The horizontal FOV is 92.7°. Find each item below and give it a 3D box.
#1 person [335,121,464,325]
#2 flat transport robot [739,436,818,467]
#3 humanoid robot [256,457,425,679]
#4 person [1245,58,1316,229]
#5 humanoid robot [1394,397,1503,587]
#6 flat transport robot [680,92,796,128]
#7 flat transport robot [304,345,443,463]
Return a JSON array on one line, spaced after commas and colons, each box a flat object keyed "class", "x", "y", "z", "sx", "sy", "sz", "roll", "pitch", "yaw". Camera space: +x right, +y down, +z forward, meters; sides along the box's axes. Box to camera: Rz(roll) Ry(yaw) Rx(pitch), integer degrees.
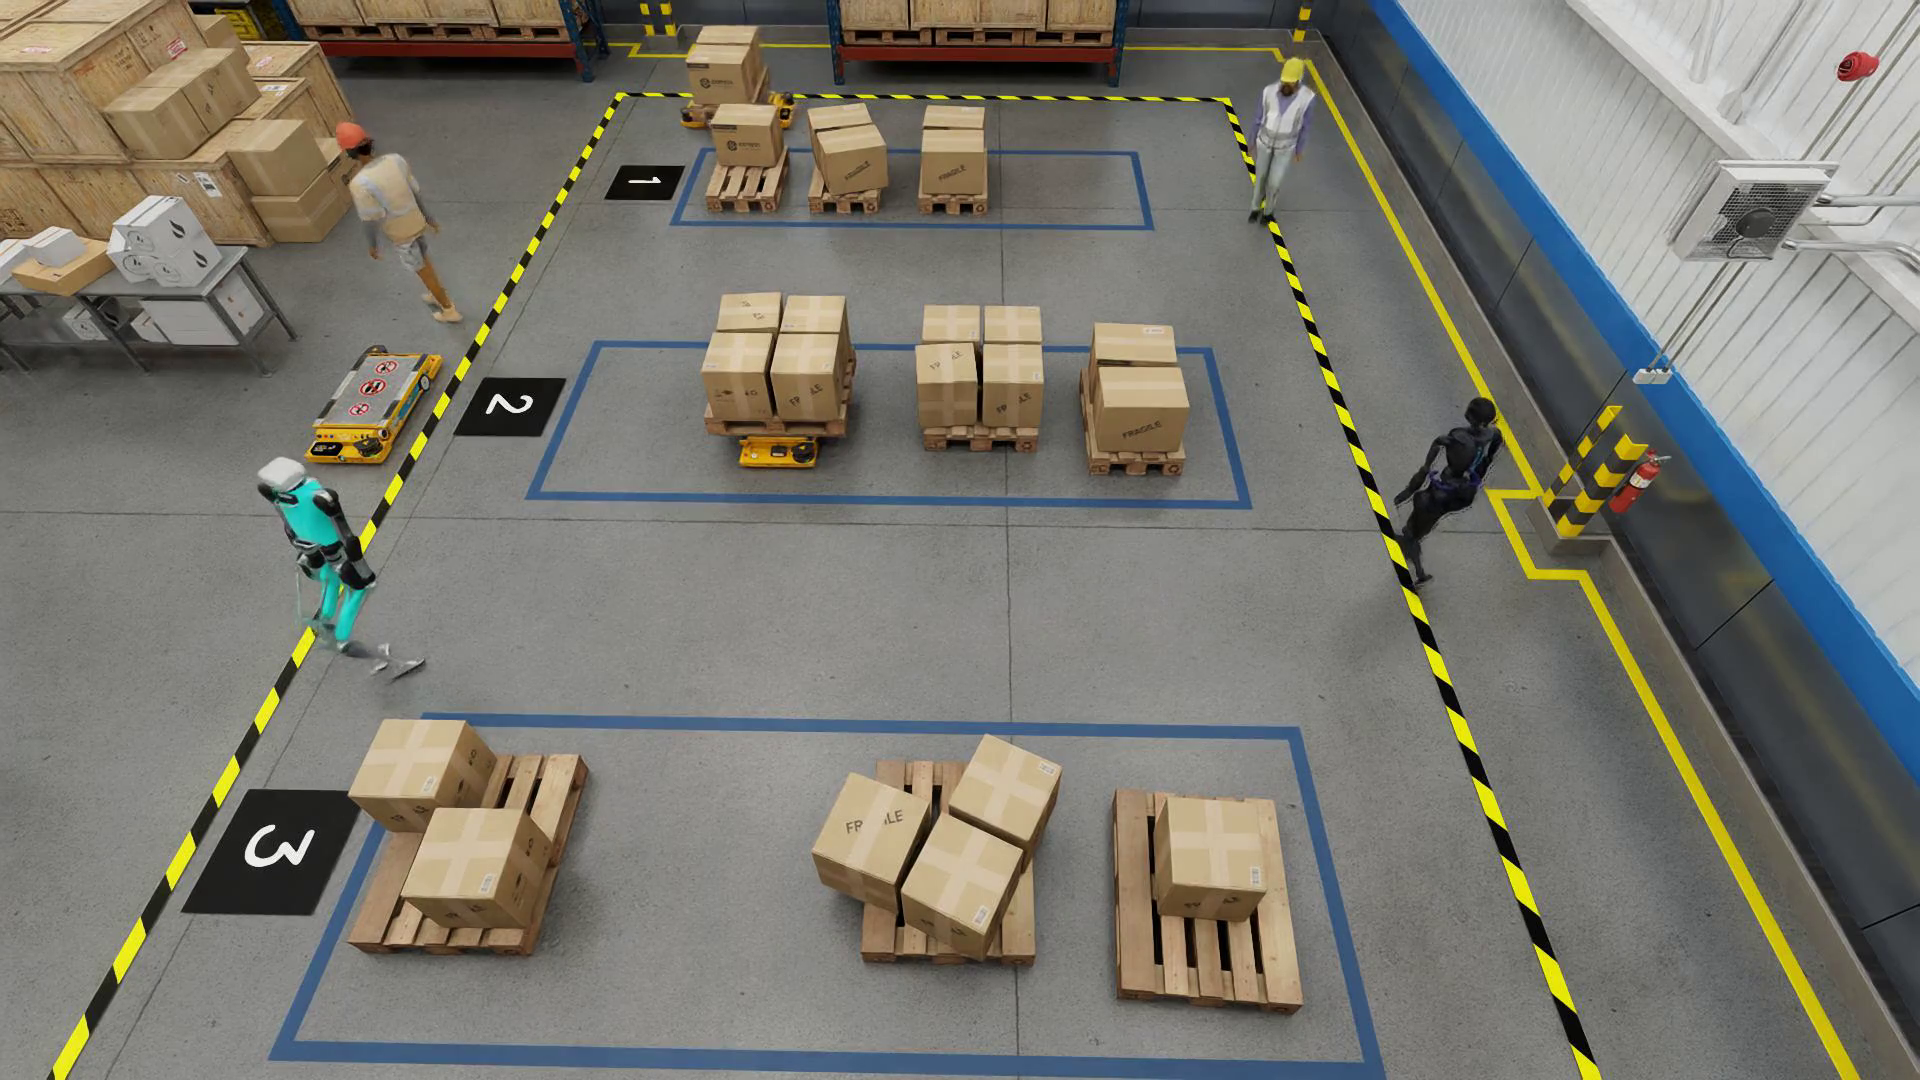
[{"class": "person", "x": -5.382, "y": -2.963, "z": 8.719, "sx": 0.697, "sy": 2.023, "sz": 0.648, "roll": 15, "pitch": 51, "yaw": 12}, {"class": "flat transport robot", "x": -1.582, "y": -1.235, "z": 8.394, "sx": 0.652, "sy": 0.197, "sz": 1.431, "roll": 1, "pitch": 50, "yaw": 1}, {"class": "humanoid robot", "x": -4.219, "y": 0.320, "z": 6.123, "sx": 0.628, "sy": 1.738, "sz": 0.782, "roll": 12, "pitch": 51, "yaw": 10}, {"class": "person", "x": 3.414, "y": -4.279, "z": 9.974, "sx": 0.610, "sy": 1.811, "sz": 0.536, "roll": 20, "pitch": 53, "yaw": 16}, {"class": "humanoid robot", "x": 3.596, "y": -0.321, "z": 6.717, "sx": 0.591, "sy": 1.636, "sz": 0.552, "roll": -7, "pitch": 50, "yaw": -6}, {"class": "flat transport robot", "x": -2.953, "y": -5.745, "z": 12.210, "sx": 1.431, "sy": 0.197, "sz": 0.652, "roll": 1, "pitch": 50, "yaw": 1}, {"class": "flat transport robot", "x": -5.383, "y": -1.269, "z": 8.441, "sx": 0.659, "sy": 0.231, "sz": 1.431, "roll": 1, "pitch": 50, "yaw": 1}]
